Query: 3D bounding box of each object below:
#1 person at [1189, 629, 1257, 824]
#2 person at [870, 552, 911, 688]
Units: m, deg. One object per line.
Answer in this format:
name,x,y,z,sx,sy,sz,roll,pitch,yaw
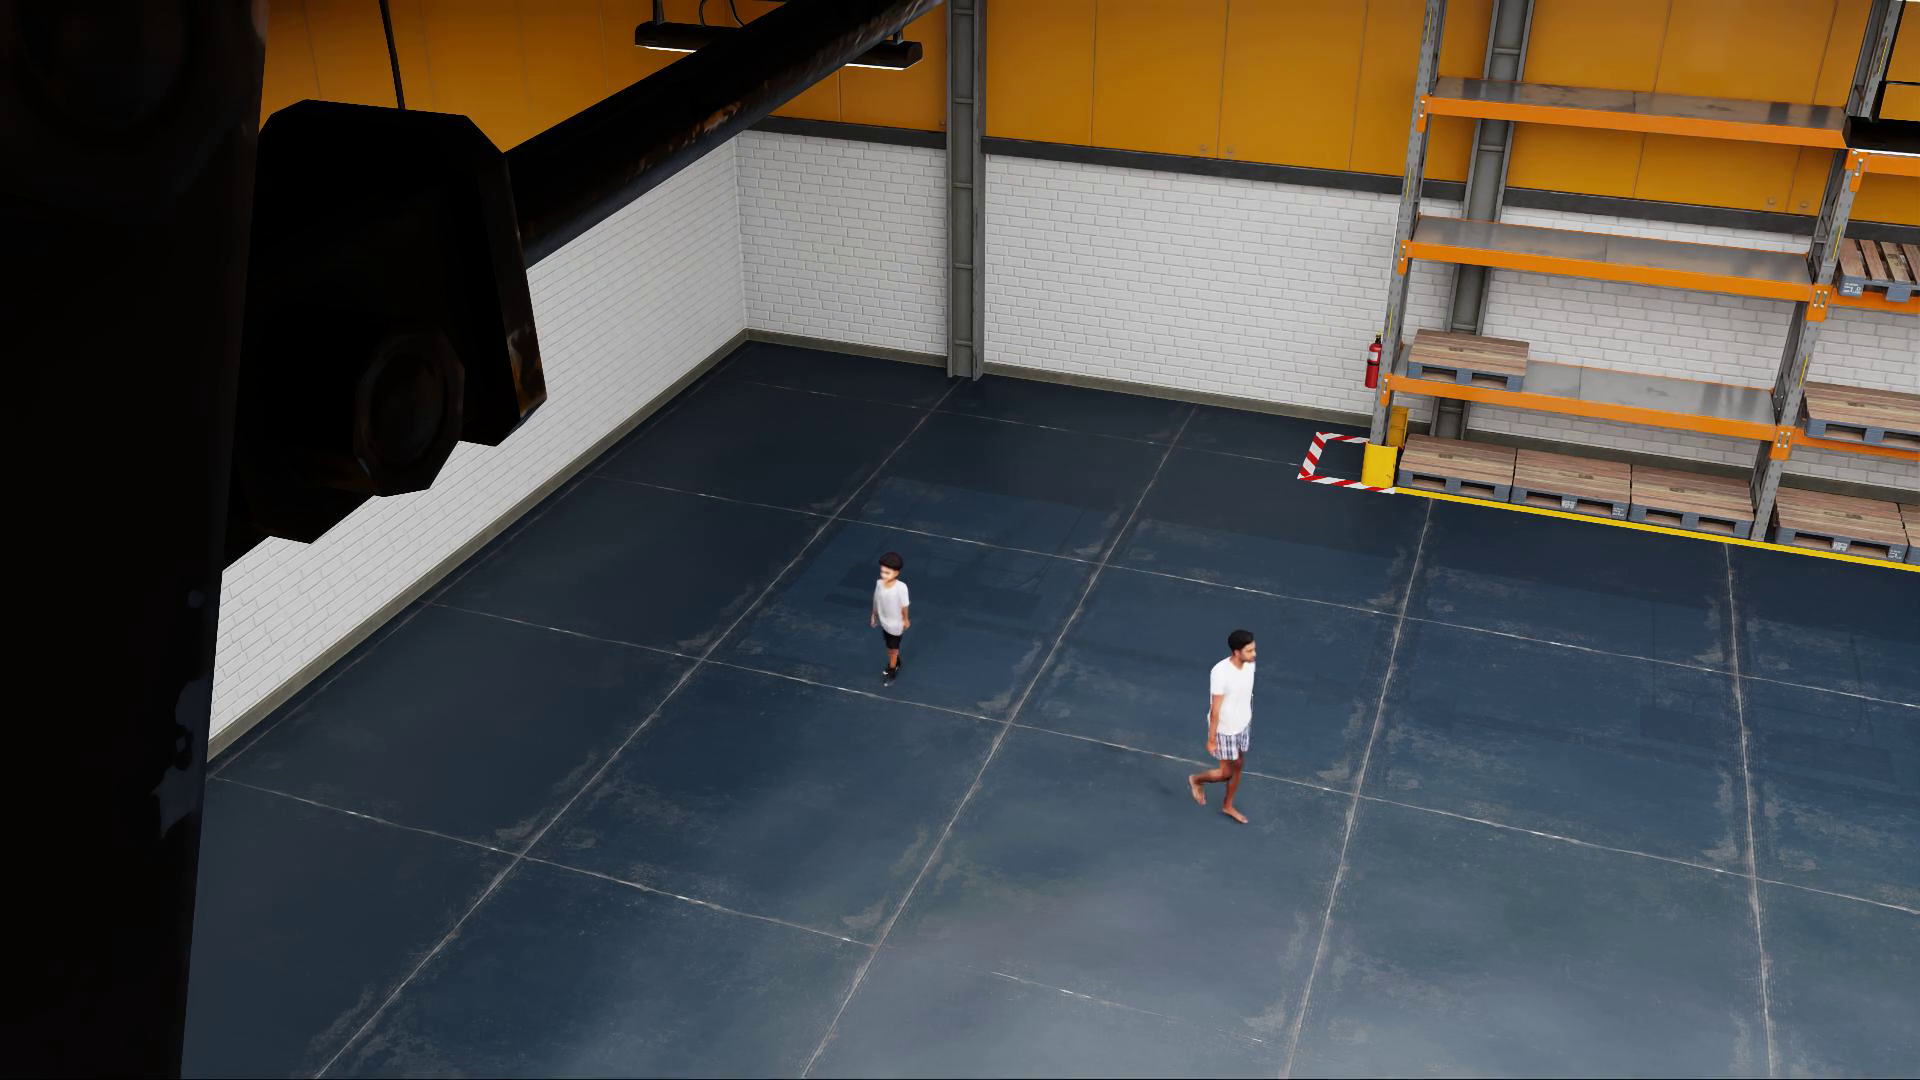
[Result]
person,2.055,1.420,13.026,0.824,1.723,0.900,-25,37,-37
person,-0.581,0.651,14.932,0.604,1.247,0.617,17,33,28
